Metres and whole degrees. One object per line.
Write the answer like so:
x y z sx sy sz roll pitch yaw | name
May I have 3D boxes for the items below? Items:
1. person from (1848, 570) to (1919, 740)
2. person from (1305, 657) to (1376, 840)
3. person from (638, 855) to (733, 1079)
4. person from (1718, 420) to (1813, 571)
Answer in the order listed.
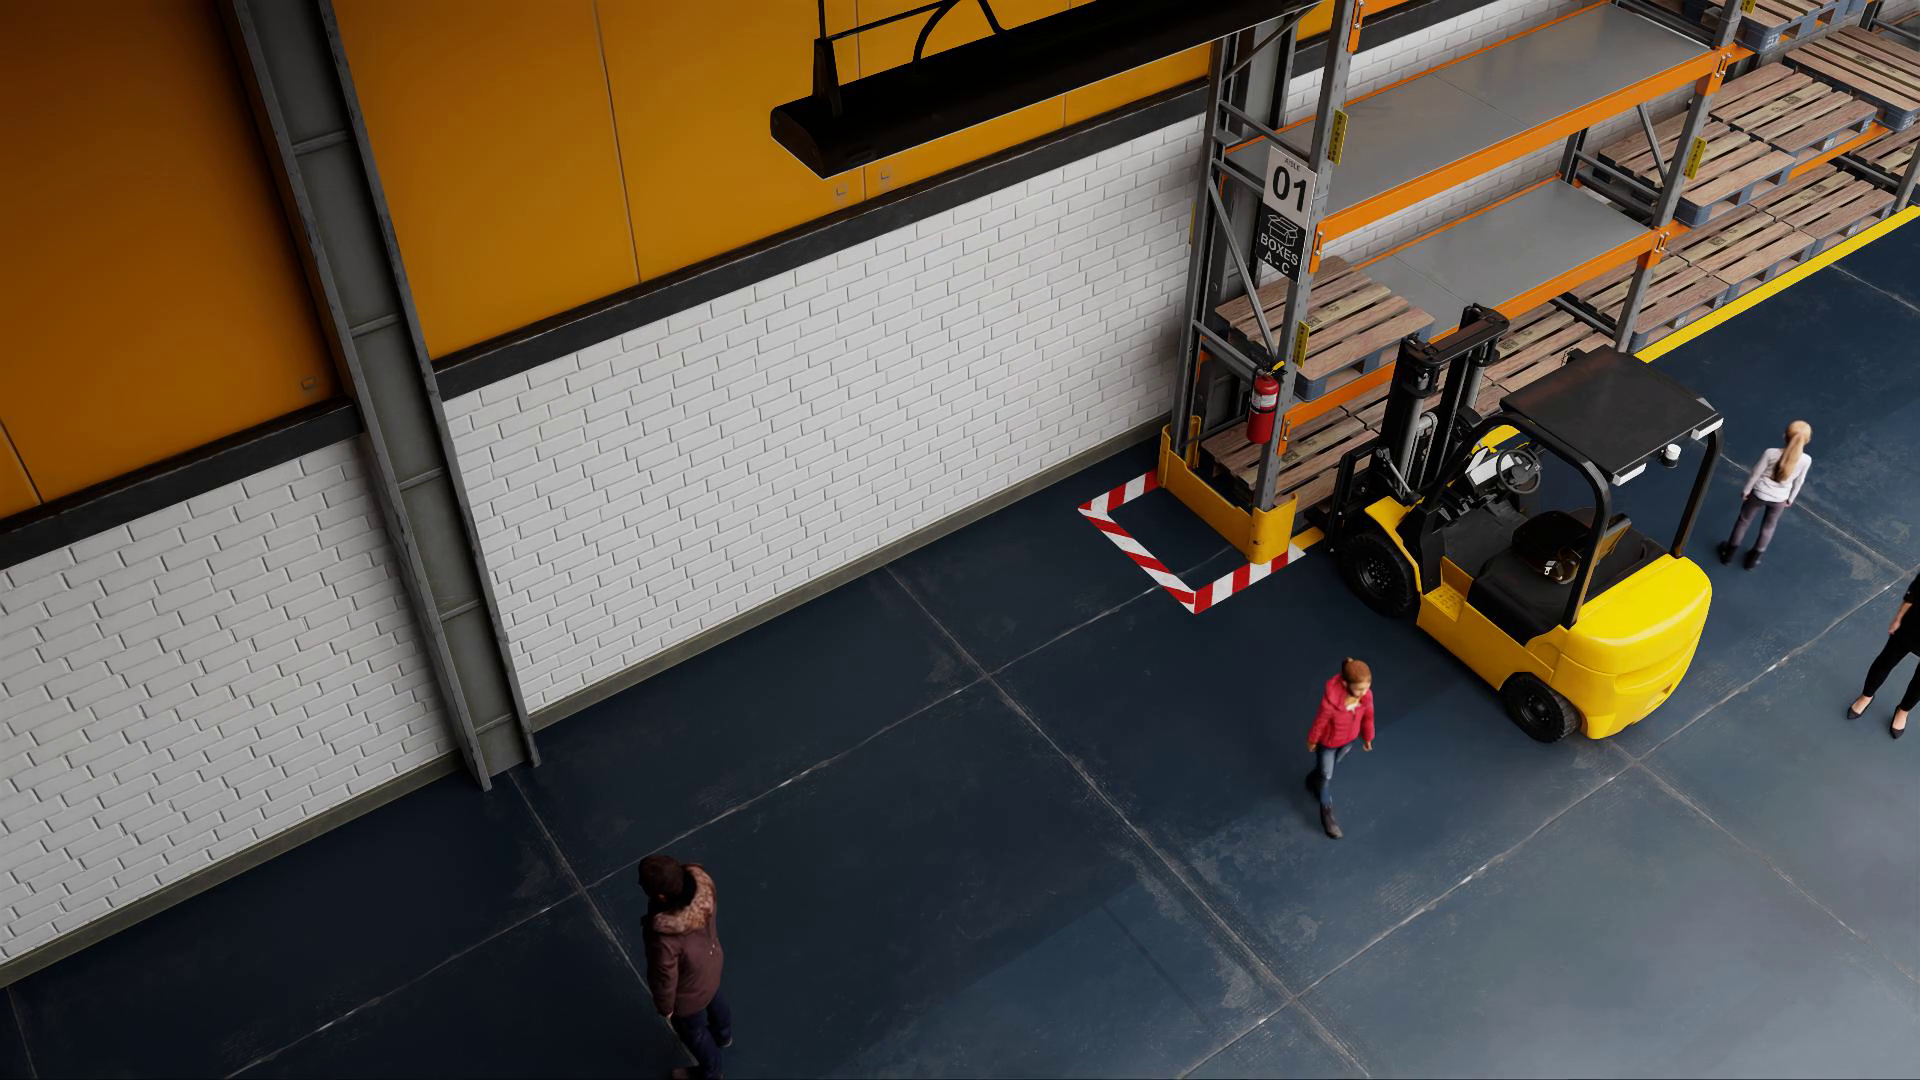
6.069 0.575 10.412 0.666 1.662 0.657 27 50 25 | person
2.257 1.149 10.073 0.757 1.298 0.705 -14 45 -14 | person
-1.398 2.202 8.573 0.918 1.843 0.850 9 44 9 | person
5.653 -0.307 11.618 0.586 1.277 0.636 12 45 12 | person
